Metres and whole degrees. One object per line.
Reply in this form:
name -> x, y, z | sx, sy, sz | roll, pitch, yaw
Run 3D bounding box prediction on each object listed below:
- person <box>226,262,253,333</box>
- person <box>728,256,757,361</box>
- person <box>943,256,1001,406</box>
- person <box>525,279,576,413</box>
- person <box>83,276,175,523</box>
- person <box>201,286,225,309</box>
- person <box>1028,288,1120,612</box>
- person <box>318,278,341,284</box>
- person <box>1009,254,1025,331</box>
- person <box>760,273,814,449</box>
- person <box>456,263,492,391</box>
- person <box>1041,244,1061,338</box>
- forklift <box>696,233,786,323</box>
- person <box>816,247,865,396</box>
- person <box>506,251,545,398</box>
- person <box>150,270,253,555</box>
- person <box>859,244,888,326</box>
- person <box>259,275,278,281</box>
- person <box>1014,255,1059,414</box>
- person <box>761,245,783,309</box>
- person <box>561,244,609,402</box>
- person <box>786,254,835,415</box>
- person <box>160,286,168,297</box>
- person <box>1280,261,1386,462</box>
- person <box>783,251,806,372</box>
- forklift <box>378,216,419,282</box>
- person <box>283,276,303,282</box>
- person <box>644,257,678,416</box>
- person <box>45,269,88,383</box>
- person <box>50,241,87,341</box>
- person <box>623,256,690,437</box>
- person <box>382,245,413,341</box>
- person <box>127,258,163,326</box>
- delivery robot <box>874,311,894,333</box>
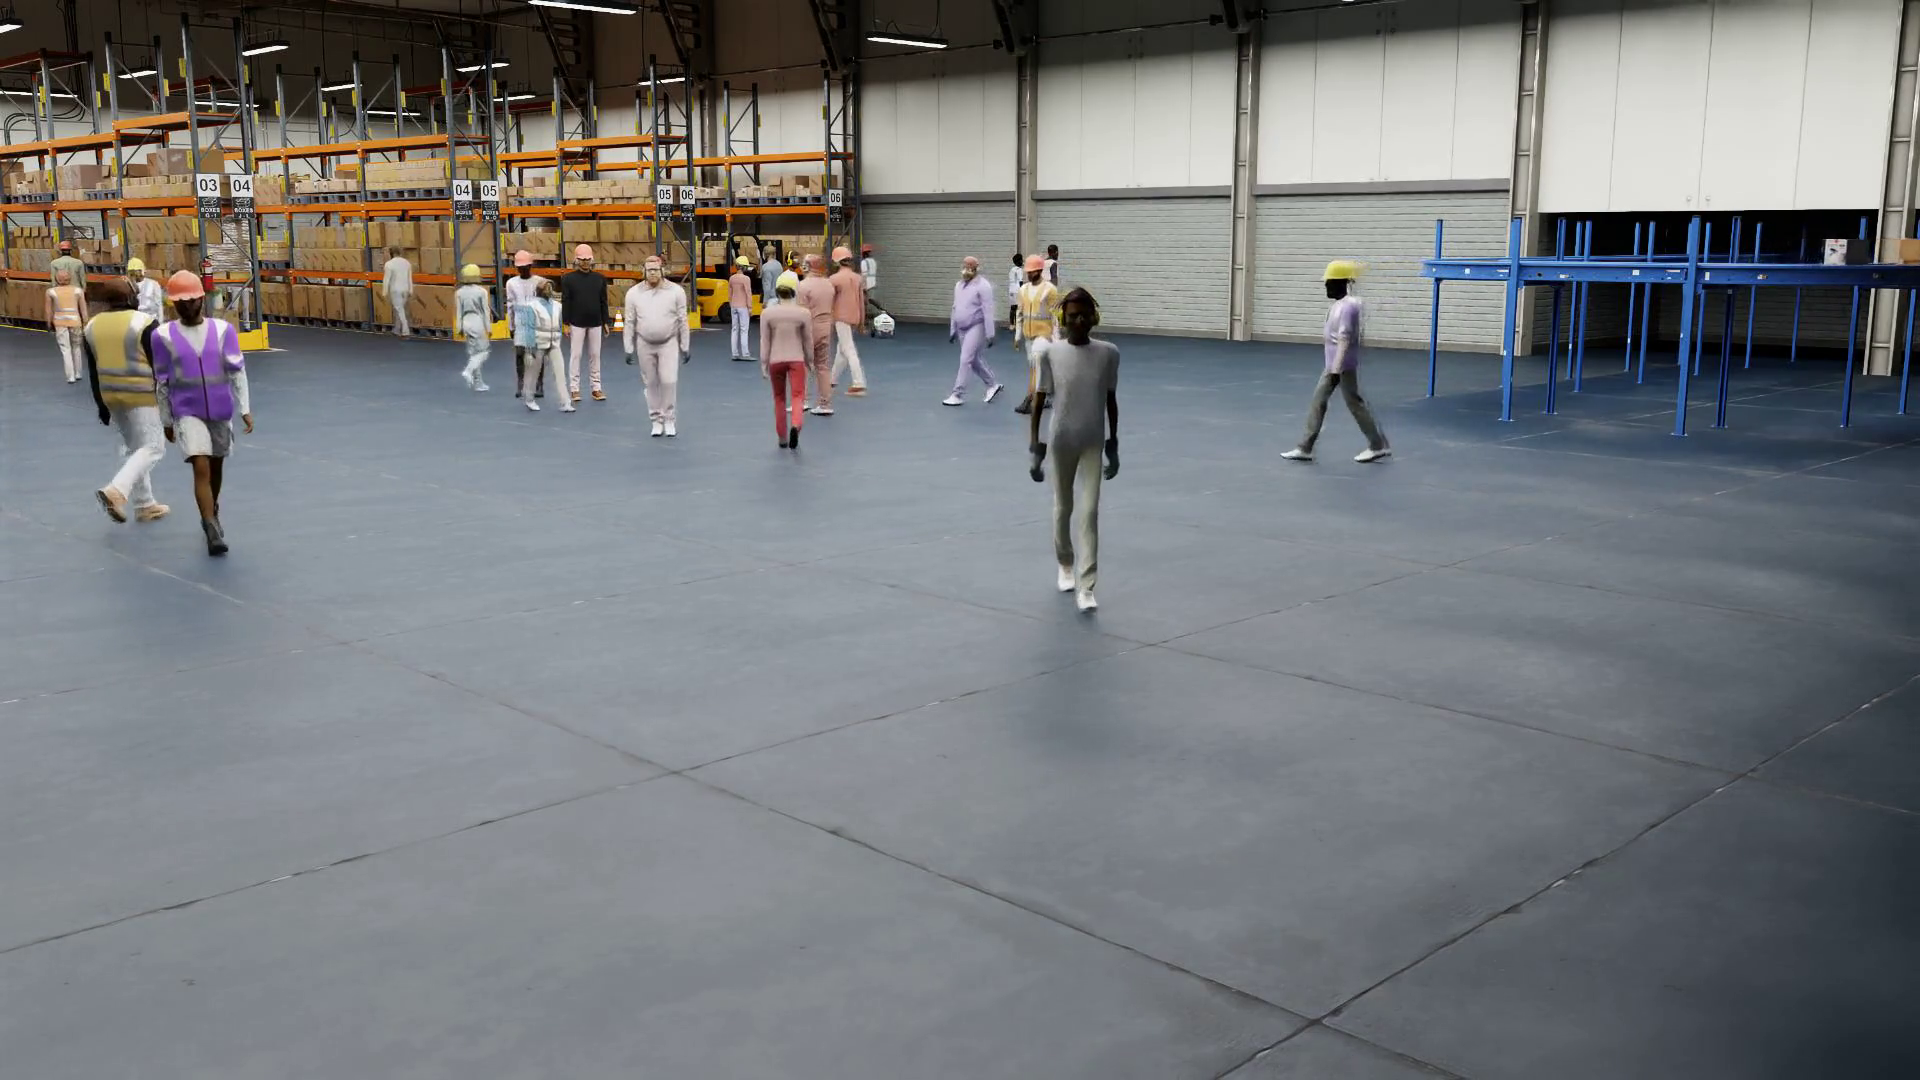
person -> -15.467, -5.368, 35.731 | 0.356, 1.883, 0.574 | 10, 14, 43
person -> -3.680, -3.897, 28.056 | 0.523, 1.759, 0.336 | 9, 14, 41
person -> 0.185, -2.628, 20.893 | 0.905, 1.862, 0.669 | -7, 13, -35
person -> -4.961, -2.323, 19.902 | 0.882, 1.593, 0.529 | 9, 14, 42
person -> -6.098, -1.015, 12.172 | 0.634, 1.818, 0.720 | 3, 11, 17
person -> -15.727, -5.160, 34.846 | 0.653, 1.803, 0.945 | -9, 14, -40
person -> 0.658, -0.541, 9.615 | 0.544, 1.817, 0.997 | 0, 10, -1
person -> -17.062, -7.040, 44.993 | 0.595, 1.835, 0.979 | -5, 11, -25
person -> 1.267, -5.494, 36.924 | 0.322, 1.697, 0.530 | -5, 11, -24
person -> -1.710, -1.760, 16.446 | 0.531, 1.744, 0.763 | -1, 10, -3
person -> -6.613, -2.881, 22.569 | 0.497, 1.729, 0.555 | 4, 11, 21
person -> 1.857, -5.141, 34.399 | 0.373, 1.917, 0.595 | -4, 11, -19
forklift -> -5.496, -6.489, 41.108 | 2.313, 2.155, 1.214 | -10, 14, -44
person -> -1.626, -2.917, 22.160 | 0.999, 1.942, 0.634 | 7, 13, 34
person -> -5.613, -2.789, 21.614 | 0.567, 1.903, 0.827 | -1, 10, -5
person -> -5.176, -0.890, 11.340 | 0.553, 1.889, 1.019 | -7, 12, -33
person -> -2.095, -6.019, 39.196 | 0.786, 1.913, 0.554 | 7, 12, 32
person -> -18.659, -6.998, 44.788 | 0.501, 1.815, 0.605 | 9, 14, 41
person -> 0.939, -2.501, 20.119 | 0.556, 1.888, 0.996 | 8, 13, 38
person -> -3.373, -4.311, 29.828 | 0.375, 1.934, 0.628 | 3, 11, 18
person -> -4.793, -2.786, 21.345 | 0.612, 1.994, 0.395 | -6, 12, -29
person -> -1.804, -2.421, 19.649 | 0.664, 1.883, 0.668 | 7, 13, 35
person -> -22.552, -7.431, 46.947 | 0.632, 1.897, 1.024 | 7, 12, 33
person -> 3.566, -1.662, 15.544 | 0.979, 1.882, 0.603 | 0, 10, -2
person -> -2.605, -3.577, 26.002 | 0.323, 1.871, 0.528 | 2, 11, 11
forklift -> -17.868, -9.201, 54.028 | 1.873, 2.768, 1.129 | -10, 14, -44
person -> -17.842, -6.849, 44.521 | 0.522, 1.616, 0.464 | -7, 13, -34
person -> -3.547, -2.361, 19.416 | 0.527, 1.857, 0.526 | 9, 13, 39
person -> -12.892, -3.086, 23.979 | 0.540, 1.614, 0.674 | -8, 13, -37
person -> -17.866, -4.992, 33.378 | 0.622, 1.990, 0.402 | -6, 12, -29
person -> -3.185, -2.005, 17.373 | 0.681, 1.881, 0.742 | 0, 10, -3
person -> -11.439, -5.012, 33.730 | 0.671, 1.926, 0.646 | 5, 12, 27
person -> -11.977, -3.228, 24.331 | 0.598, 1.793, 0.919 | -1, 10, -6
delivery robot -> -1.580, -4.511, 34.542 | 0.477, 0.478, 0.707 | -2, 10, -10
